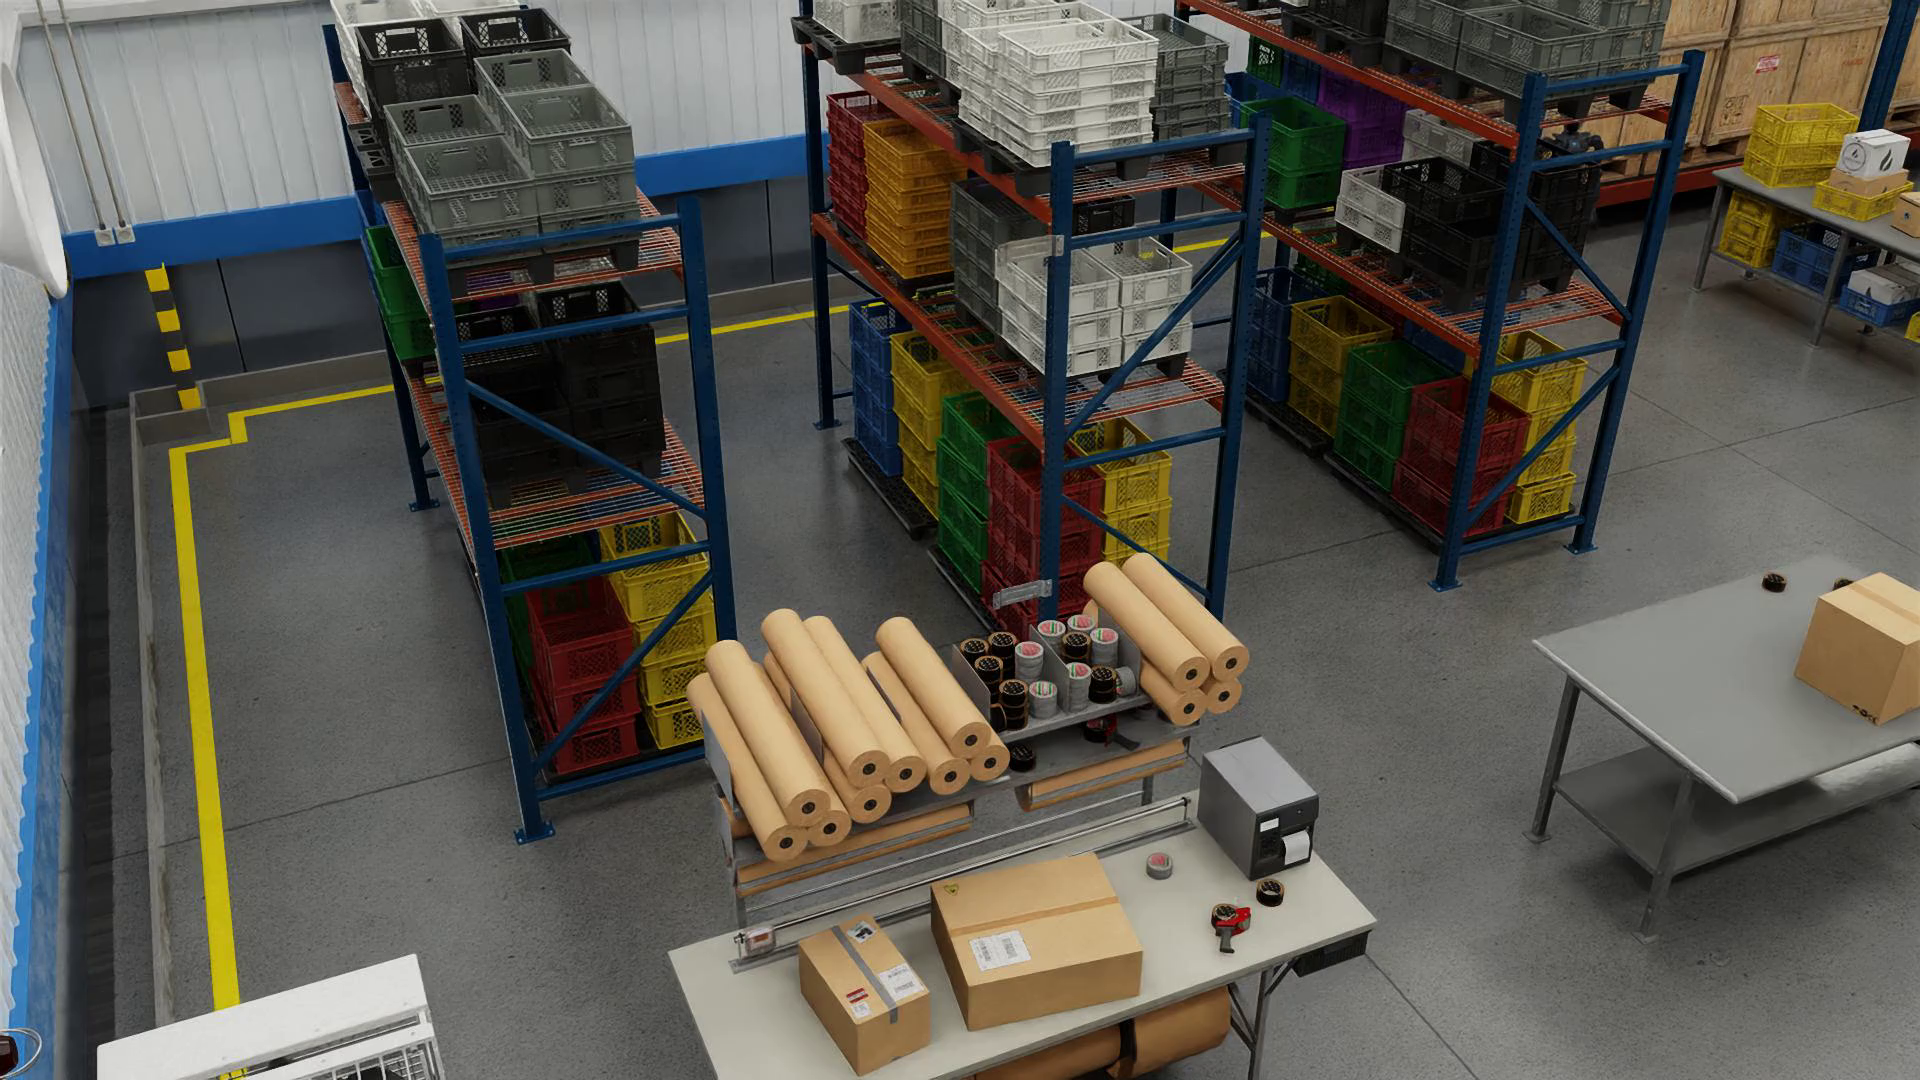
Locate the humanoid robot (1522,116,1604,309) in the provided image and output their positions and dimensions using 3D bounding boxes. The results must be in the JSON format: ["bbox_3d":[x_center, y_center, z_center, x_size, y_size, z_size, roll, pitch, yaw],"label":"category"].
[{"bbox_3d":[4.621,-2.578,12.812,0.602,1.649,0.325,-1,32,-2],"label":"humanoid robot"}]
